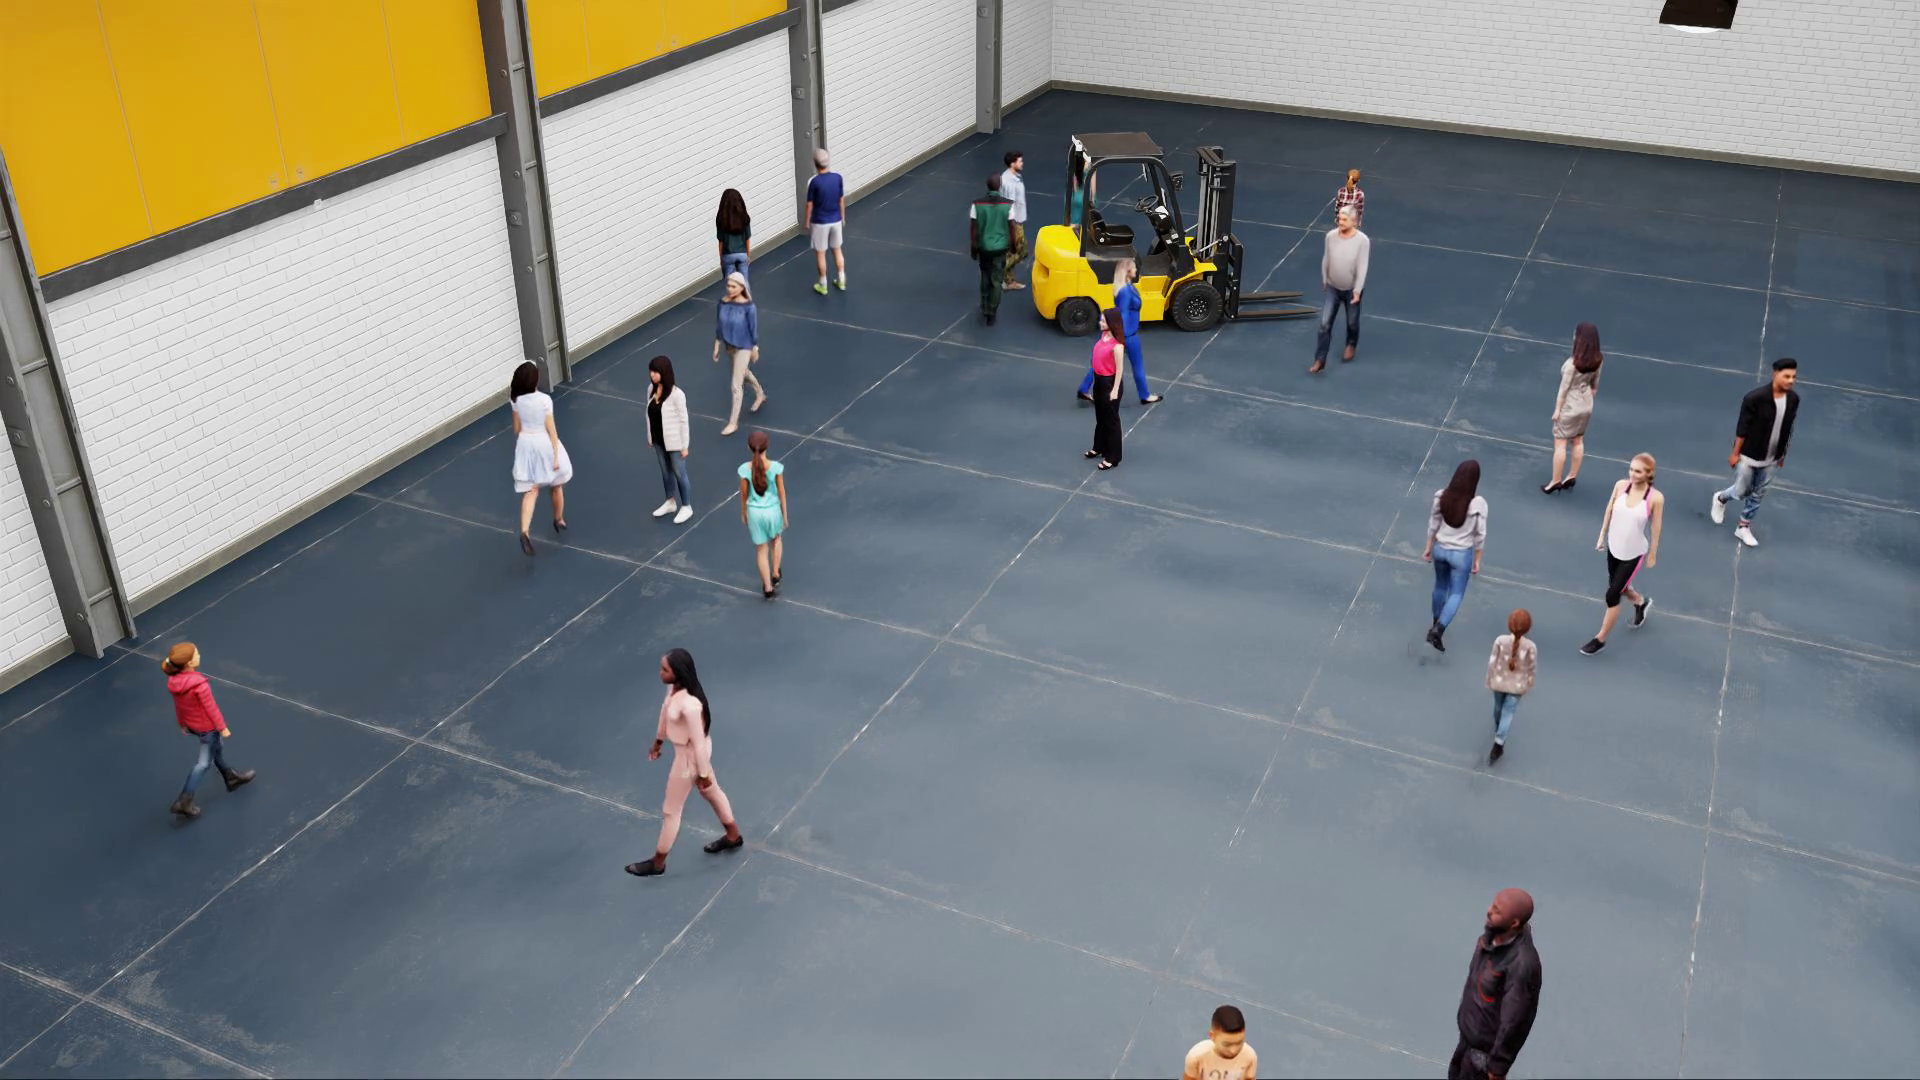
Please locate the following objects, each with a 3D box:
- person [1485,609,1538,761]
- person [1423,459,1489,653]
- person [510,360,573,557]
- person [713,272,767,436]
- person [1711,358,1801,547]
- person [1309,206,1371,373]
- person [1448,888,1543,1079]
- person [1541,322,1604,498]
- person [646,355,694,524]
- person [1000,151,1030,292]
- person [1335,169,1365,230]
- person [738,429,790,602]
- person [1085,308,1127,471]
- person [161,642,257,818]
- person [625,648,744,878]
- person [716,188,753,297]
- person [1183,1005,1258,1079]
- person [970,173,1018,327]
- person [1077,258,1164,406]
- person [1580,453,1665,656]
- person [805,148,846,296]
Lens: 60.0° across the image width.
[{"bbox_3d":[4.039,1.072,12.239,0.516,1.172,0.833,15,32,25],"label":"person"},{"bbox_3d":[3.956,0.155,13.469,0.700,1.604,0.923,20,34,32],"label":"person"},{"bbox_3d":[-3.793,-0.687,14.825,0.849,1.784,1.231,4,29,8],"label":"person"},{"bbox_3d":[-2.266,-1.999,17.366,0.705,1.653,1.183,16,33,27],"label":"person"},{"bbox_3d":[7.215,-0.858,15.121,0.916,1.801,0.991,-3,29,-6],"label":"person"},{"bbox_3d":[4.362,-2.839,18.688,0.822,1.863,1.235,17,33,28],"label":"person"},{"bbox_3d":[2.908,2.593,8.791,0.973,1.805,0.962,0,29,0],"label":"person"},{"bbox_3d":[5.868,-1.240,15.880,0.636,1.745,0.710,-12,31,-21],"label":"person"},{"bbox_3d":[-2.701,-0.950,15.461,0.652,1.636,0.588,17,33,29],"label":"person"},{"bbox_3d":[0.576,-3.976,20.839,0.891,1.799,0.815,-2,29,-4],"label":"person"},{"bbox_3d":[5.078,-4.212,21.788,0.539,1.305,0.528,9,30,16],"label":"person"},{"bbox_3d":[-1.665,-0.189,14.157,0.718,1.549,0.792,-3,29,-6],"label":"person"},{"bbox_3d":[1.456,-1.512,16.467,0.708,1.660,0.647,-10,30,-17],"label":"person"},{"bbox_3d":[-5.357,1.342,11.618,0.636,1.294,0.944,21,35,33],"label":"person"},{"bbox_3d":[-1.696,1.434,11.043,1.124,1.682,1.071,-9,30,-16],"label":"person"},{"bbox_3d":[-2.715,-3.432,20.035,0.695,1.614,0.757,-10,30,-18],"label":"person"},{"bbox_3d":[1.308,2.913,8.586,0.882,1.439,1.039,-5,29,-9],"label":"person"},{"bbox_3d":[0.386,-3.438,19.831,0.803,1.821,0.895,5,29,9],"label":"person"},{"bbox_3d":[1.623,-2.169,17.674,1.094,1.657,1.184,-3,29,-5],"label":"person"},{"bbox_3d":[5.446,0.081,13.441,1.172,1.761,0.984,-21,35,-33],"label":"person"},{"bbox_3d":[-1.669,-3.973,20.807,0.736,1.825,0.826,-15,32,-26],"label":"person"}]
